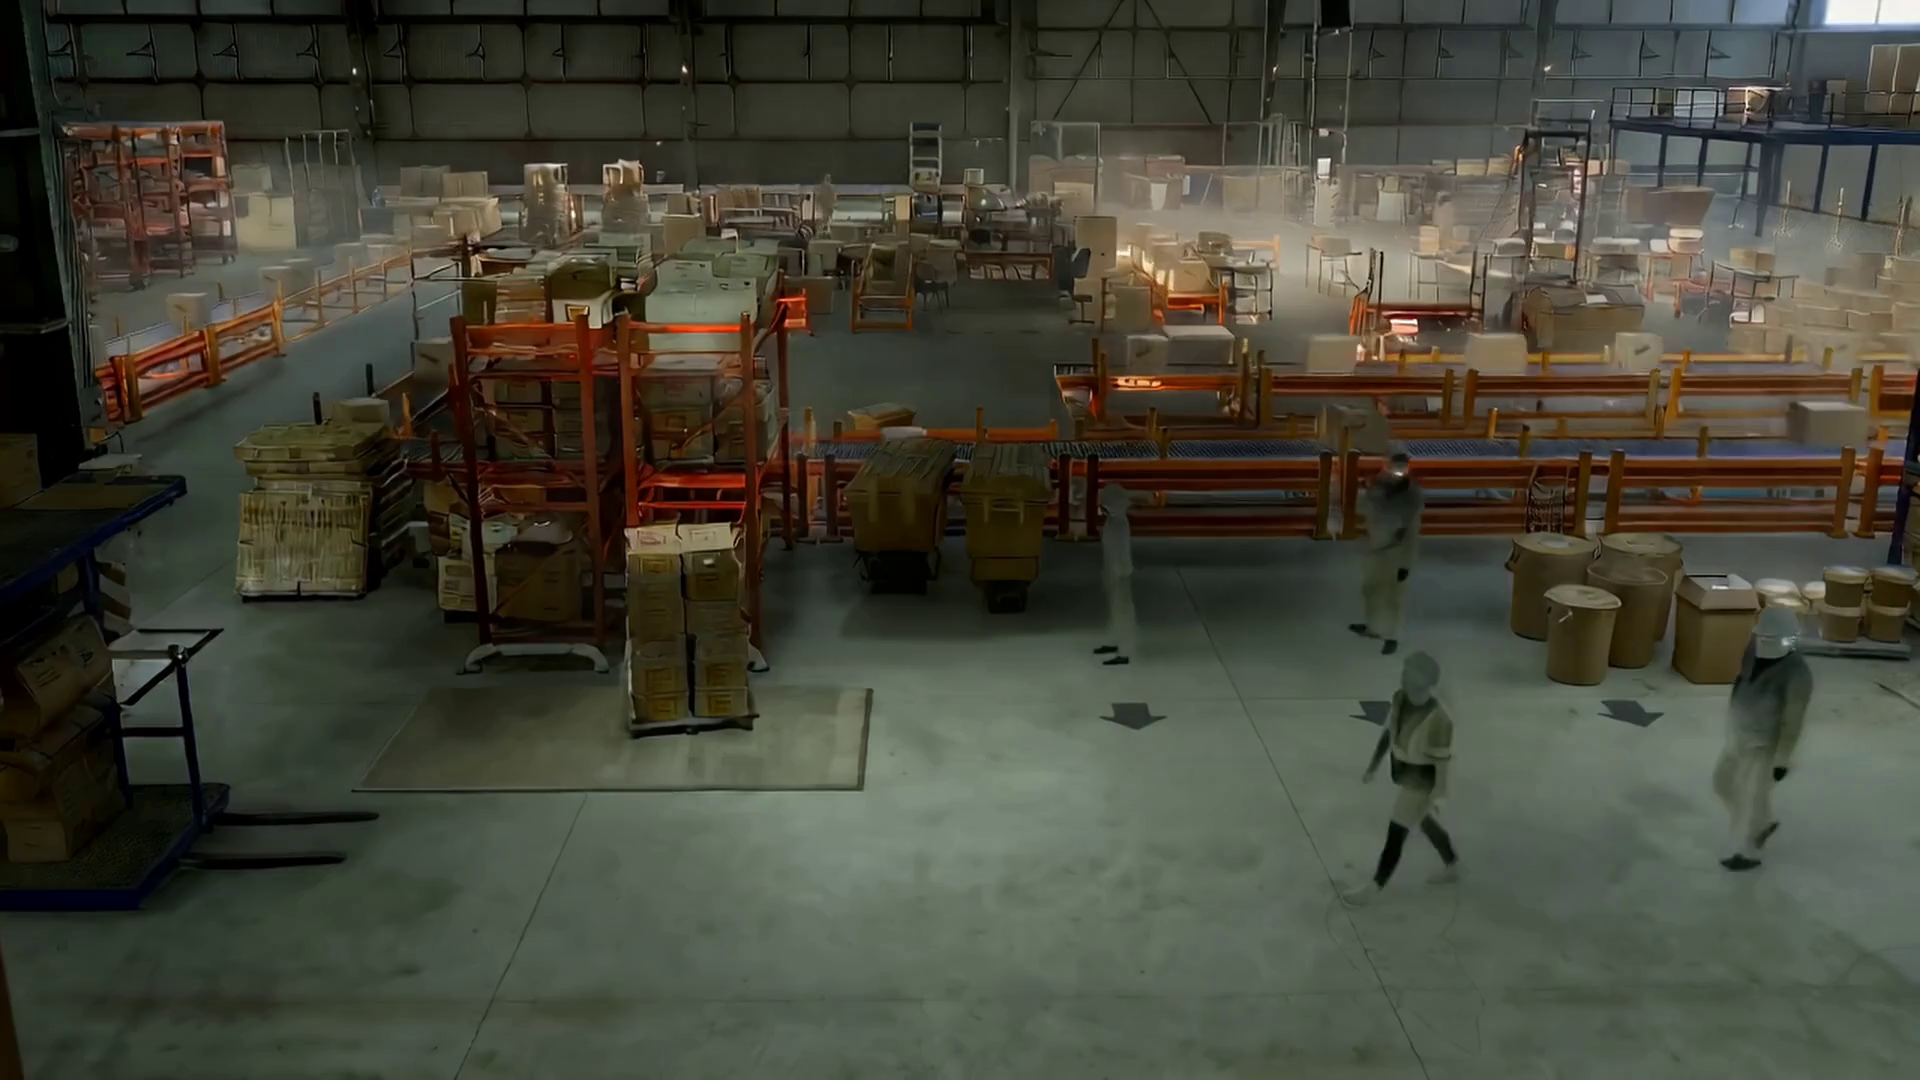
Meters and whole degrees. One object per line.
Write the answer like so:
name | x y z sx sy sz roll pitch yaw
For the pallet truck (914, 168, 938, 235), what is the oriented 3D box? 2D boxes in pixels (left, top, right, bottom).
pallet truck | -0.989 -10.316 50.507 0.823 1.965 1.885 1 16 3

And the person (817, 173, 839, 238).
person | -3.895 -9.911 49.270 0.479 1.893 0.664 -10 19 -31

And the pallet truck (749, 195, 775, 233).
pallet truck | -6.051 -9.967 50.660 0.680 1.201 1.601 0 16 -1

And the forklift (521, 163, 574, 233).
forklift | -12.233 -10.122 49.298 1.157 1.987 2.680 0 16 -1

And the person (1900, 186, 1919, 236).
person | 28.466 -9.895 49.303 0.579 1.857 0.828 -10 19 -31

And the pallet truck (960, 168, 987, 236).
pallet truck | 0.383 -10.230 50.206 0.823 1.965 1.885 -1 16 -3

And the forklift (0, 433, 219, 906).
forklift | -5.952 0.780 10.366 1.873 2.768 1.129 0 16 -1

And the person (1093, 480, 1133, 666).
person | 1.342 0.279 14.332 0.275 1.629 0.509 -3 16 -12

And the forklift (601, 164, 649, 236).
forklift | -9.948 -10.127 49.296 1.157 1.987 2.680 -1 16 -3

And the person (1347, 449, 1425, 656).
person | 3.735 0.085 14.589 0.474 1.870 0.752 -9 18 -27

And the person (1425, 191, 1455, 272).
person | 11.827 -7.555 40.868 0.736 2.024 0.624 12 20 37

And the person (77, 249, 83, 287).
person | -17.659 -5.193 33.014 0.594 1.820 0.430 1 16 5

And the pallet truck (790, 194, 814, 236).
pallet truck | -4.814 -9.883 50.259 0.704 1.261 1.522 -1 16 -3

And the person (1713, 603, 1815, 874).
person | 5.123 1.257 10.600 0.441 1.812 0.611 -3 16 -9

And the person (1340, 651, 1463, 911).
person | 2.808 1.454 10.211 0.888 1.655 0.545 -4 16 -12

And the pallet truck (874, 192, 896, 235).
pallet truck | -2.277 -9.986 50.594 0.653 1.274 1.630 0 16 -1
